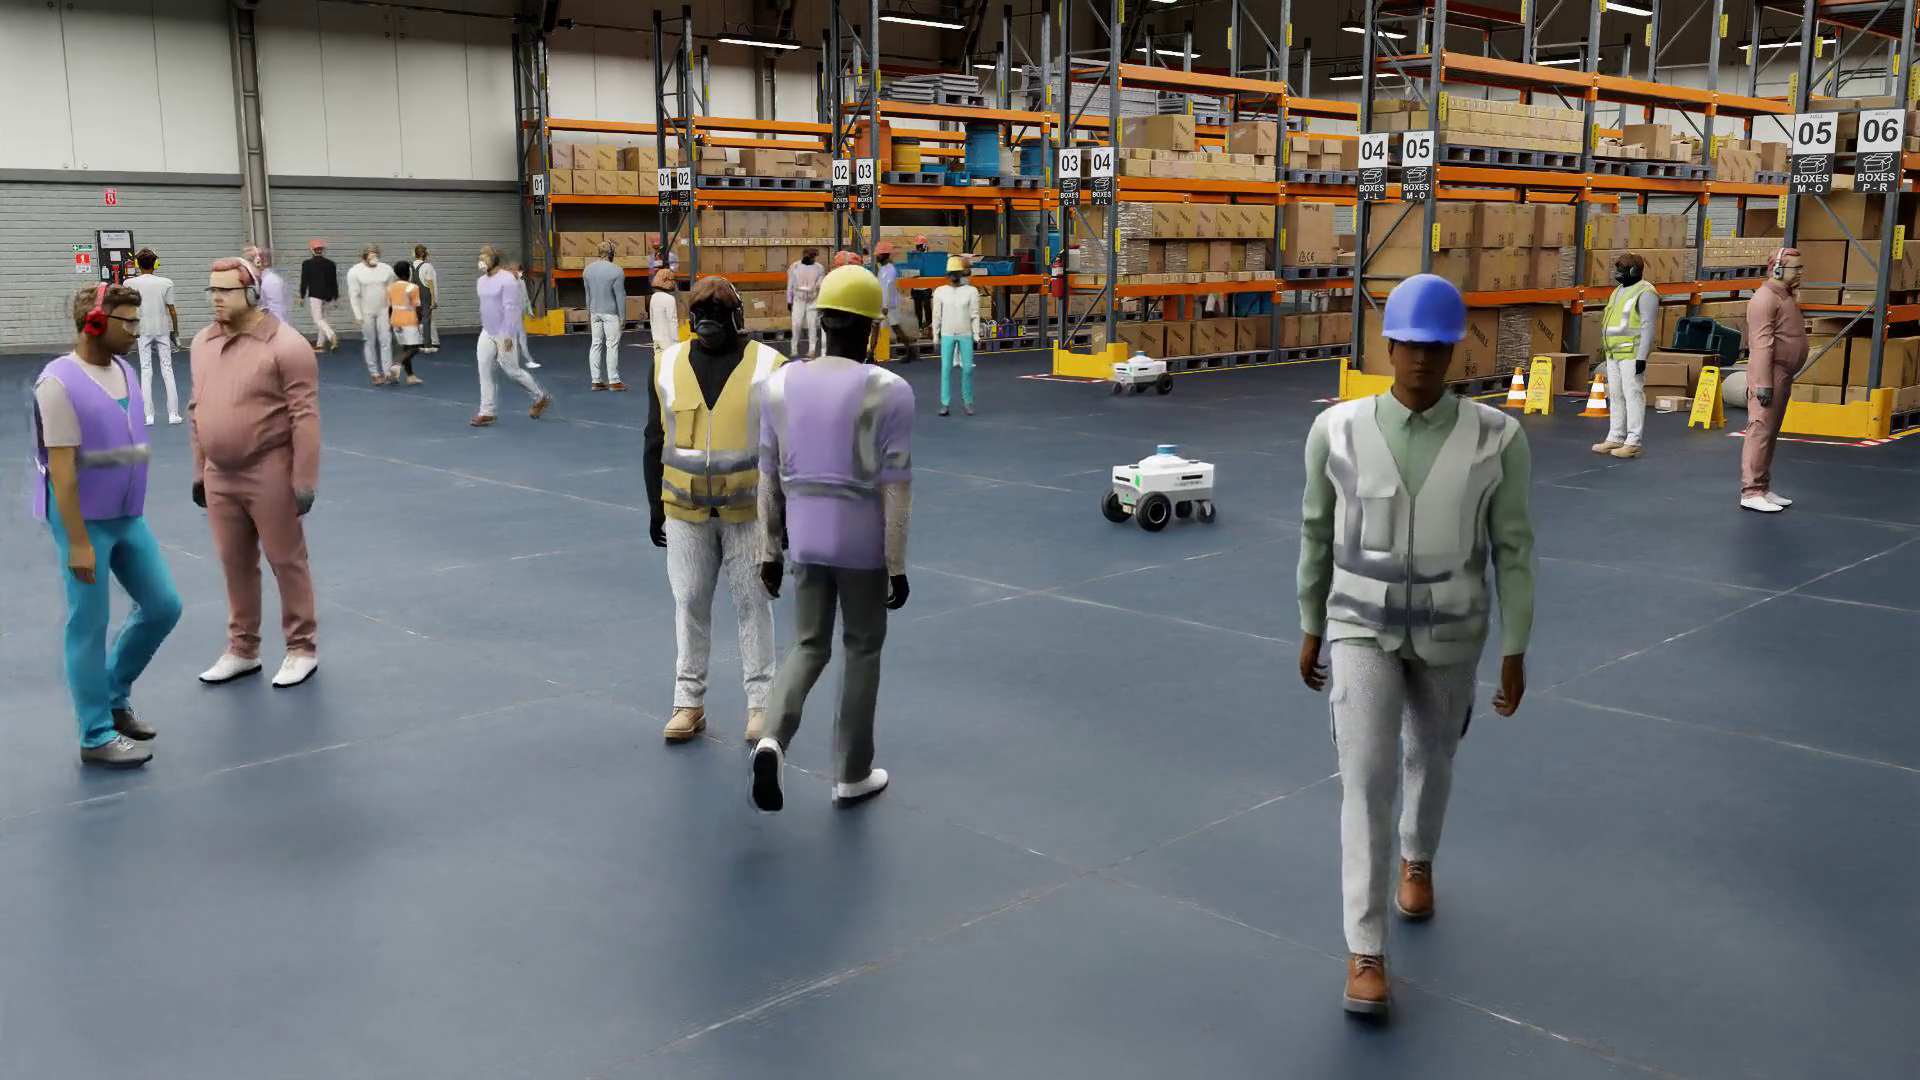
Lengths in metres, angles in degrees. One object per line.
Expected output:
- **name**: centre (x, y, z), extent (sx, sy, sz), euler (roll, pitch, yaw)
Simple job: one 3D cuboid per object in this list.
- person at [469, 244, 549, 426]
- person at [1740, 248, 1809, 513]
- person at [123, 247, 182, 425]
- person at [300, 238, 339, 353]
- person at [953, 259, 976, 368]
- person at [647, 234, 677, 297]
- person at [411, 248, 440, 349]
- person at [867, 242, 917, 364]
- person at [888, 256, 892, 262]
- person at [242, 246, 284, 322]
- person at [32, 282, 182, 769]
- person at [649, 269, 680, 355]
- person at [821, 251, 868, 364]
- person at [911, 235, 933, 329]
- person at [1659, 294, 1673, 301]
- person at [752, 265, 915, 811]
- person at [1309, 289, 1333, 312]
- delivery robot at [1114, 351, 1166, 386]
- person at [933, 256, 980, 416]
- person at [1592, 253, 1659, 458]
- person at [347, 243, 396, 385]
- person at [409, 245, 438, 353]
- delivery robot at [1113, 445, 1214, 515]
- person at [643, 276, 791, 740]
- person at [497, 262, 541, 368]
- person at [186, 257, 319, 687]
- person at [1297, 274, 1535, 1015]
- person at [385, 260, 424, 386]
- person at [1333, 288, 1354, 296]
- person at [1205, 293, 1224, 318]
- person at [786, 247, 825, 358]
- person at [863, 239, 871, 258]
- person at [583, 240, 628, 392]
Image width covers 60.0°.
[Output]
- **person**: centre (-4.854, -2.194, 17.767), extent (0.635, 1.911, 0.872), euler (7, 13, 34)
- **person**: centre (5.976, -1.173, 12.191), extent (0.407, 1.908, 0.641), euler (8, 13, 36)
- **person**: centre (-8.589, -2.165, 17.702), extent (0.532, 1.871, 0.319), euler (-5, 12, -26)
- **person**: centre (-10.909, -4.179, 28.438), extent (0.865, 1.960, 0.612), euler (8, 13, 36)
- **person**: centre (0.051, -3.455, 25.377), extent (0.265, 1.632, 0.508), euler (-5, 11, -25)
- **person**: centre (-5.867, -5.030, 32.921), extent (0.632, 2.018, 0.620), euler (2, 11, 10)
- **person**: centre (-9.432, -4.237, 29.194), extent (0.645, 1.815, 0.443), euler (9, 14, 41)
- **person**: centre (-1.121, -3.718, 26.118), extent (0.982, 1.894, 0.562), euler (-5, 11, -24)
- **person**: centre (-1.378, -4.451, 30.794), extent (0.310, 1.638, 0.523), euler (-9, 14, -41)
- **person**: centre (-7.486, -2.157, 17.638), extent (0.761, 1.882, 0.659), euler (-8, 13, -37)
- **person**: centre (-3.251, -0.048, 6.273), extent (0.450, 1.824, 0.610), euler (2, 10, 8)
- **person**: centre (-3.250, -2.177, 18.408), extent (0.277, 1.633, 0.507), euler (-8, 13, -38)
- **person**: centre (-0.860, -1.203, 12.411), extent (0.353, 1.886, 0.573), euler (-4, 11, -20)
- **person**: centre (-0.749, -4.949, 32.542), extent (0.608, 1.995, 0.377), euler (10, 14, 44)
- **person**: centre (15.099, -5.487, 35.878), extent (0.613, 1.852, 1.047), euler (1, 10, 3)
- **person**: centre (-0.444, 0.022, 5.685), extent (0.585, 1.905, 0.669), euler (4, 11, 23)
- **person**: centre (7.047, -4.761, 32.481), extent (0.514, 1.641, 0.315), euler (8, 13, 37)
- **delivery robot**: centre (2.287, -2.156, 21.101), extent (0.707, 0.478, 0.477), euler (-9, 14, -40)
- **person**: centre (-0.041, -2.290, 18.663), extent (0.530, 1.767, 0.322), euler (0, 10, 2)
- **person**: centre (6.063, -1.684, 15.156), extent (0.429, 1.841, 0.634), euler (-1, 10, -7)
- **person**: centre (-7.775, -2.992, 22.165), extent (0.646, 1.879, 0.917), euler (-7, 13, -34)
- **person**: centre (-9.223, -4.131, 28.513), extent (0.505, 1.841, 0.331), euler (3, 11, 17)
- **delivery robot**: centre (1.427, -0.422, 11.645), extent (0.707, 0.478, 0.477), euler (-6, 12, -29)
- **person**: centre (-0.952, -0.118, 6.618), extent (0.625, 1.844, 0.429), euler (1, 10, 3)
- **person**: centre (-6.799, -3.441, 25.401), extent (0.821, 1.599, 0.506), euler (3, 11, 16)
- **person**: centre (-3.172, -0.297, 7.416), extent (0.648, 1.908, 0.402), euler (3, 11, 18)
- **person**: centre (1.240, 0.229, 4.573), extent (0.621, 1.908, 0.999), euler (3, 11, 14)
- **person**: centre (-7.405, -2.877, 22.098), extent (0.543, 1.677, 0.694), euler (4, 11, 23)
- **person**: centre (7.929, -5.266, 34.277), extent (0.391, 1.991, 0.612), euler (-9, 14, -41)
- **person**: centre (4.680, -4.409, 29.770), extent (0.609, 1.935, 0.892), euler (9, 14, 40)
- **person**: centre (-2.538, -3.926, 27.495), extent (0.666, 1.805, 0.447), euler (-2, 11, -9)
- **person**: centre (-2.098, -5.779, 37.277), extent (0.561, 1.916, 0.426), euler (6, 12, 31)
- **person**: centre (-4.586, -2.904, 21.562), extent (0.624, 1.934, 0.360), euler (4, 11, 23)
